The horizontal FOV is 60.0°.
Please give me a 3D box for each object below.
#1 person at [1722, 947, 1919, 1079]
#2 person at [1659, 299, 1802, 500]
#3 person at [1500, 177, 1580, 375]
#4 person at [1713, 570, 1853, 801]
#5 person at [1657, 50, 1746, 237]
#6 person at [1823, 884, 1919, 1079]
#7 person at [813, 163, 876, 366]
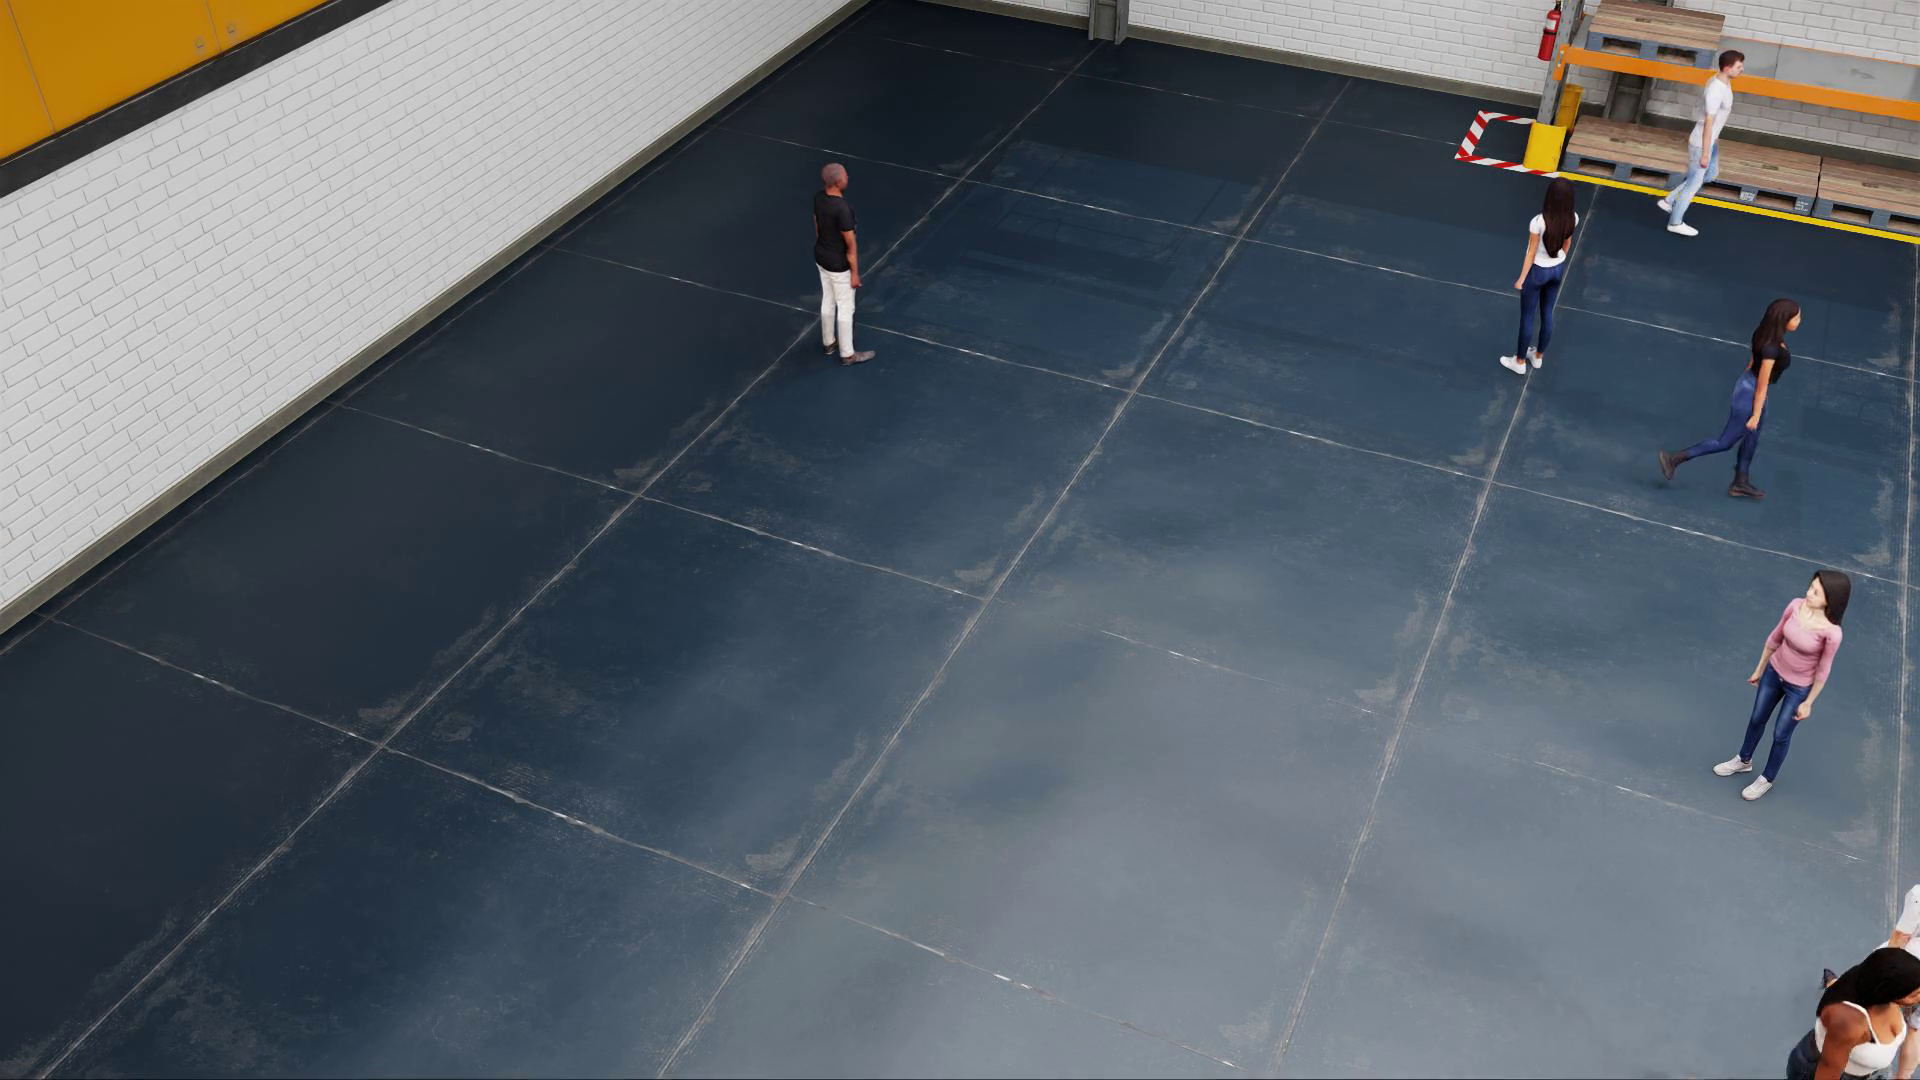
[{"bbox_3d":[4.083,2.491,7.999,0.830,1.794,0.969,-29,47,-31],"label":"person"},{"bbox_3d":[5.830,-1.046,12.492,1.105,1.714,0.674,10,40,13],"label":"person"},{"bbox_3d":[4.880,-2.205,13.894,0.658,1.775,0.720,-12,40,-15],"label":"person"},{"bbox_3d":[5.029,0.864,10.077,0.707,1.742,0.640,-14,41,-17],"label":"person"},{"bbox_3d":[6.989,-3.791,15.830,0.666,1.837,0.658,16,41,19],"label":"person"},{"bbox_3d":[4.886,2.211,8.426,1.096,1.698,0.922,2,39,3],"label":"person"},{"bbox_3d":[-1.047,-2.335,14.033,0.812,1.805,0.701,-26,45,-29],"label":"person"}]
